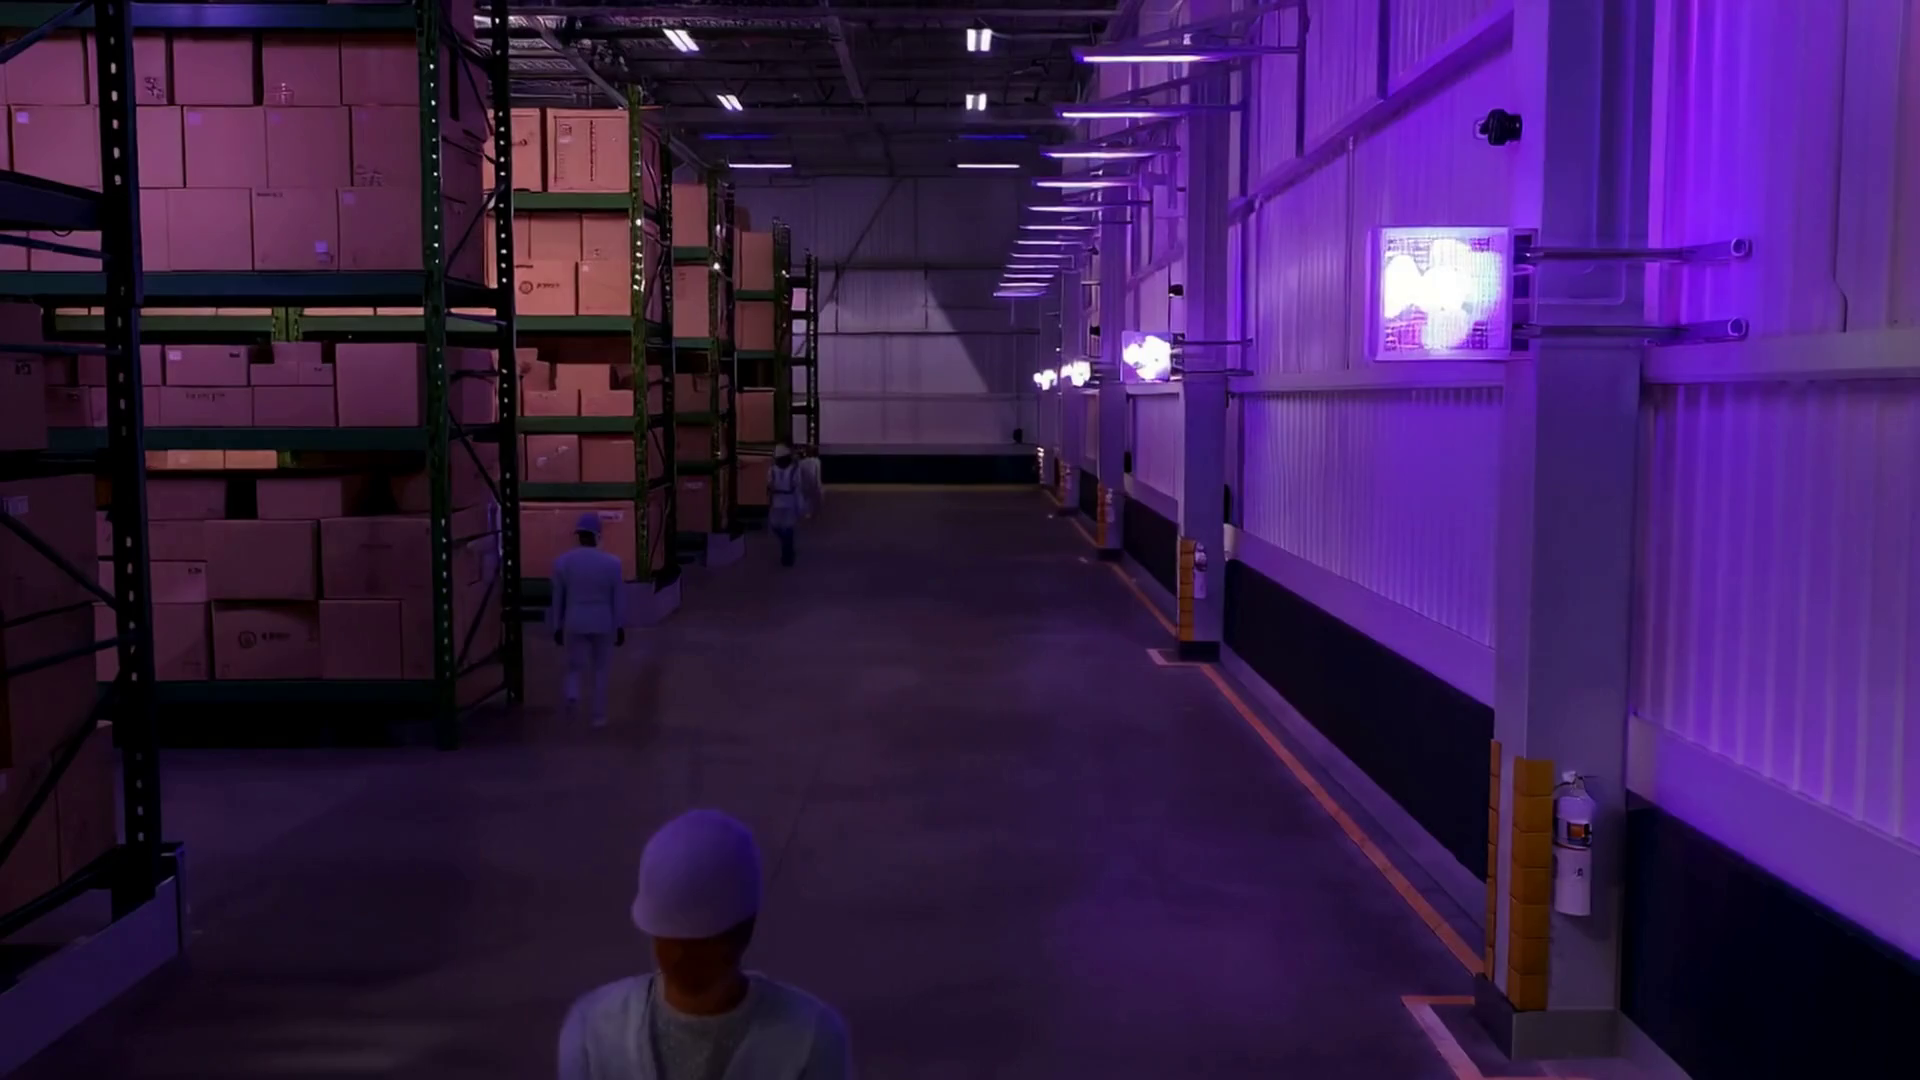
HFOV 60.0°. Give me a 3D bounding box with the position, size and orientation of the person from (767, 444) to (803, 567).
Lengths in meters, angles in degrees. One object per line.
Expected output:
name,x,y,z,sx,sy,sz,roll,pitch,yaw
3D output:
person,-2.693,-0.545,25.860,0.597,1.915,0.636,1,5,15

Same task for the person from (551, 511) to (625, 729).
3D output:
person,-2.907,0.643,13.004,0.568,1.735,0.555,0,5,0

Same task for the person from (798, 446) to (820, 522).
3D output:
person,-3.179,-1.170,34.973,0.519,1.585,0.899,-2,5,-20

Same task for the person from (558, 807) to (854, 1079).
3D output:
person,-0.461,1.410,3.108,0.551,1.915,0.881,1,5,9
